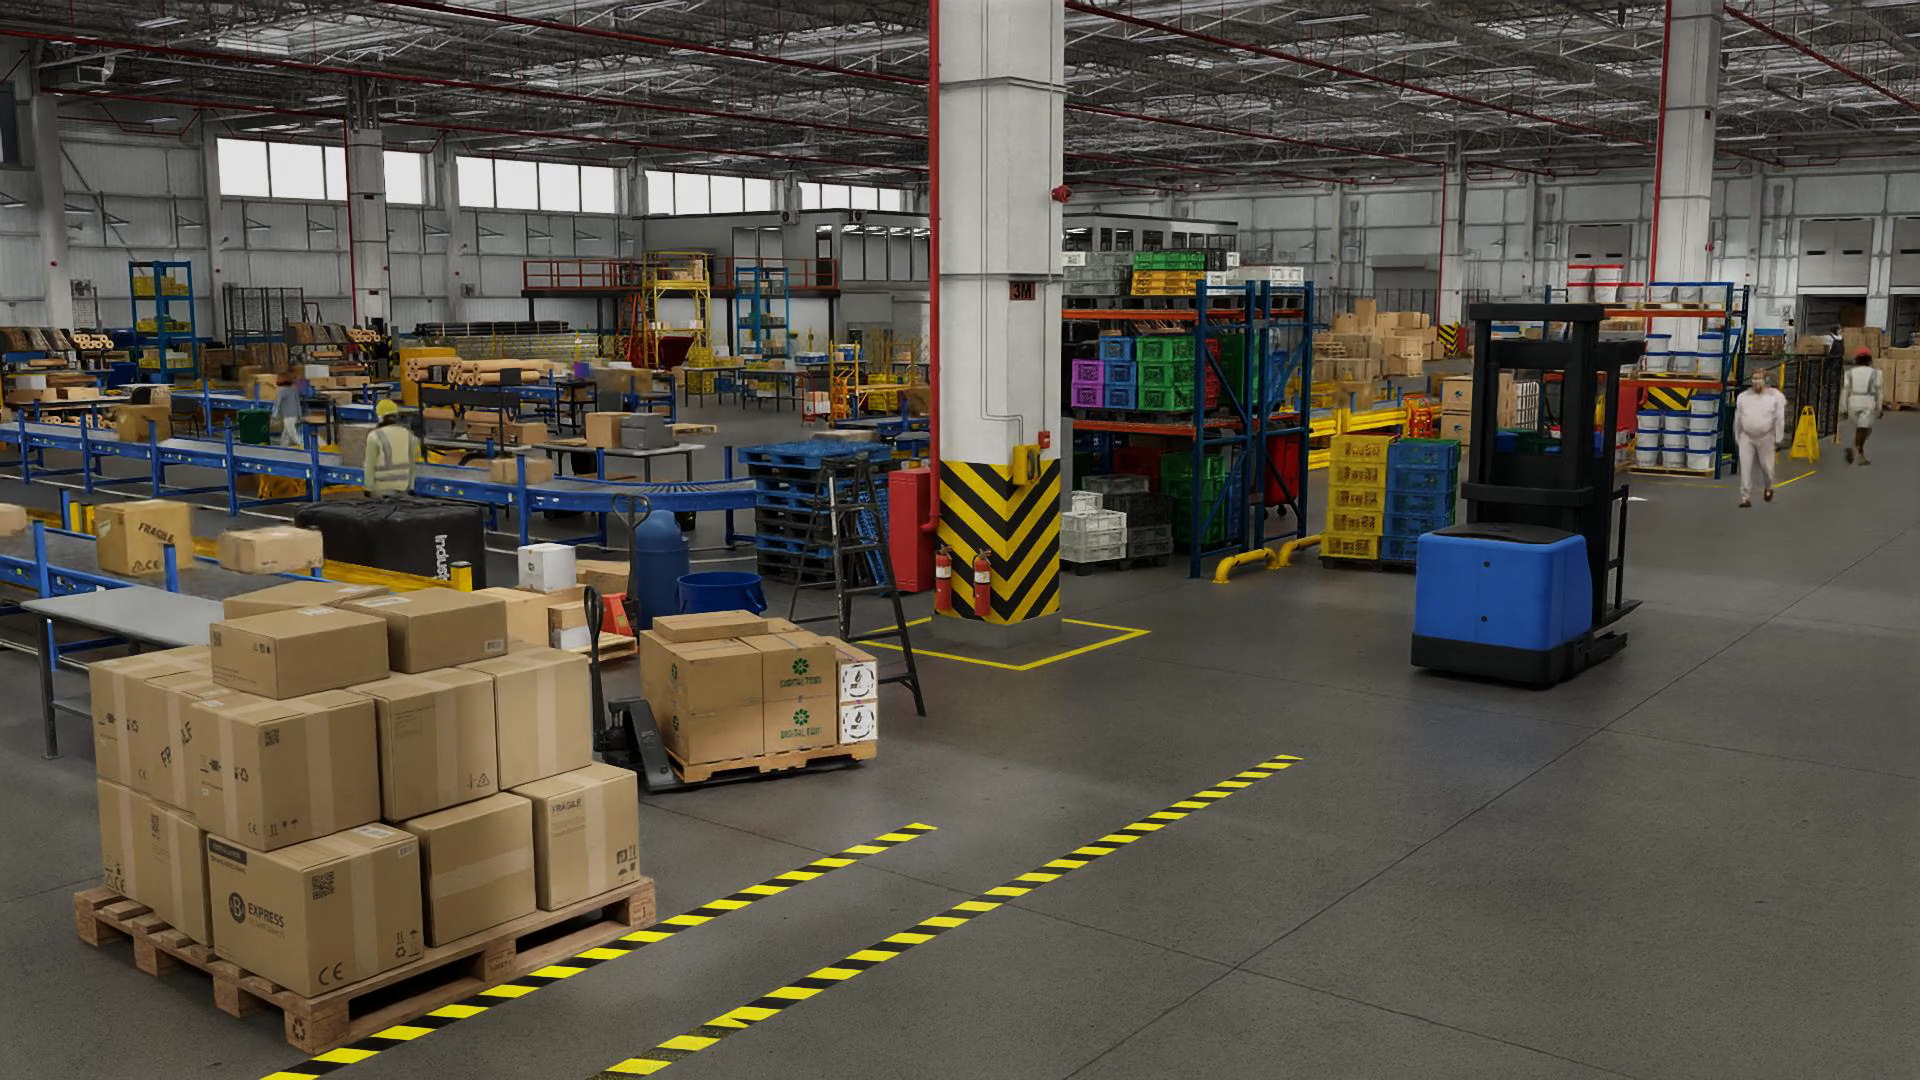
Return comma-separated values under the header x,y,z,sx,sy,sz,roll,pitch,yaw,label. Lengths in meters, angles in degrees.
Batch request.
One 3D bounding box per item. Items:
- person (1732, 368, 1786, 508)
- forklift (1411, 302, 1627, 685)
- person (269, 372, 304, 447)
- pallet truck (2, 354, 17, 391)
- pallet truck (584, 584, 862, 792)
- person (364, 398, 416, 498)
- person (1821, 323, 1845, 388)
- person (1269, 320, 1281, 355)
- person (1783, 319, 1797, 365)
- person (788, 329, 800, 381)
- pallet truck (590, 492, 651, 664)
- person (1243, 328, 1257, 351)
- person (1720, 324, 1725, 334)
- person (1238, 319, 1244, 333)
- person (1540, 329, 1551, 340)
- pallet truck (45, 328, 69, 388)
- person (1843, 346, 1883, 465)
x,y,z,sx,sy,sz,roll,pitch,yaw,label
10.822,-1.388,22.559,0.662,1.891,0.642,6,10,36,person
4.379,-0.438,12.852,1.129,2.768,1.873,7,11,37,forklift
-11.259,-2.014,27.852,0.873,1.571,0.596,2,9,13,person
-24.881,-4.417,42.634,1.885,1.965,0.823,8,11,41,pallet truck
-1.426,0.805,10.019,1.601,1.201,0.680,-4,9,-26,pallet truck
-5.973,-0.602,17.583,0.786,1.802,0.587,4,9,24,person
26.640,-5.611,50.539,0.706,2.000,1.020,-2,9,-15,person
12.626,-7.975,67.194,0.581,1.837,0.973,5,10,28,person
33.438,-7.963,66.993,0.518,1.865,0.326,6,10,35,person
-5.501,-6.104,54.882,0.574,1.727,0.500,5,10,30,person
-3.115,0.344,12.883,0.653,1.274,1.630,7,11,37,pallet truck
10.793,-7.295,62.173,0.637,1.948,0.981,5,10,30,person
26.153,-6.511,57.270,0.923,1.855,0.585,0,8,1,person
11.614,-8.219,68.519,0.400,1.928,0.542,4,9,23,person
16.142,-4.829,45.701,0.581,1.914,0.478,-8,12,-43,person
-23.775,-4.544,43.495,1.885,1.965,0.823,6,10,35,pallet truck
15.083,-2.232,27.857,0.767,2.015,0.647,-7,11,-39,person
